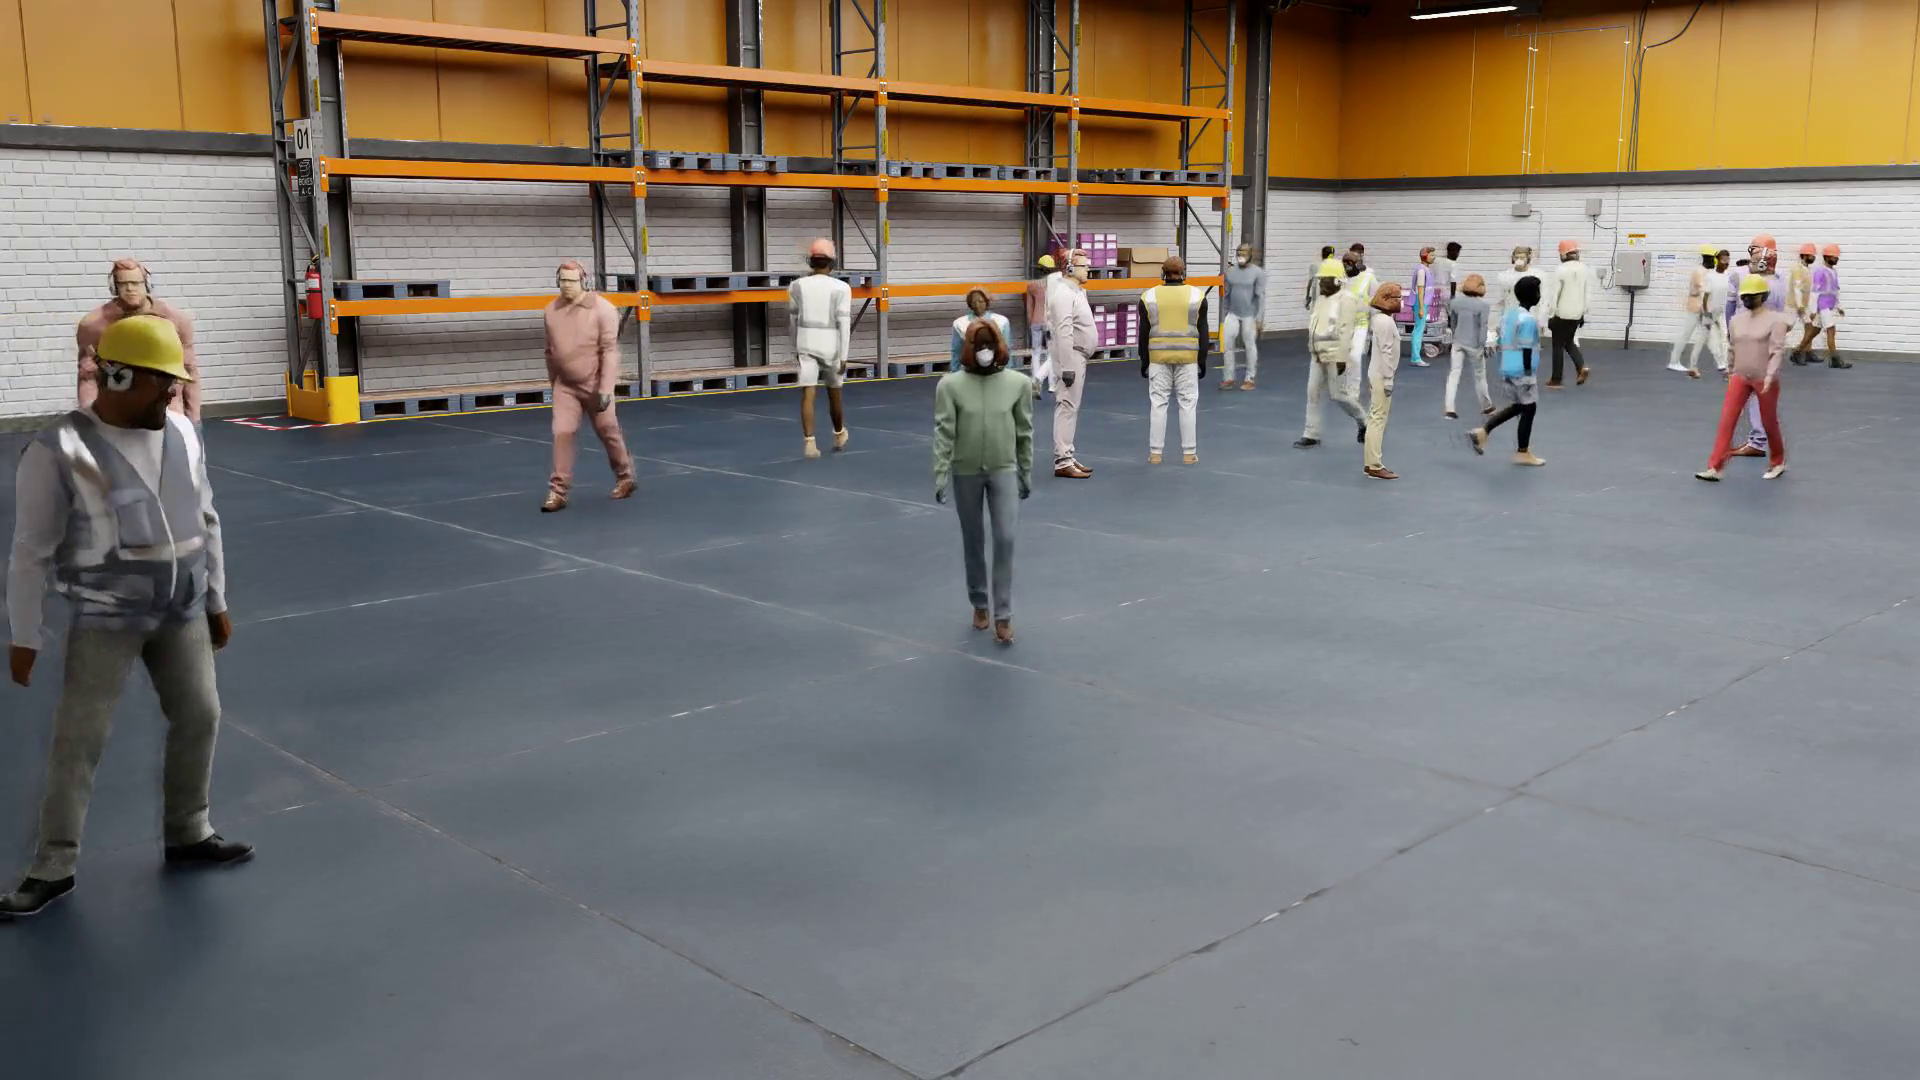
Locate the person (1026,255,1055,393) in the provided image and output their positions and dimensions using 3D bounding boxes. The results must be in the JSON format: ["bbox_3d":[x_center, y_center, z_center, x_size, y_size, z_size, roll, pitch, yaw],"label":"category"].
[{"bbox_3d":[1.103,-2.781,21.463,0.522,1.768,0.311,6,12,30],"label":"person"}]

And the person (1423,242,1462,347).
[{"bbox_3d":[8.605,-4.333,29.569,0.984,1.908,0.631,-6,12,-30],"label":"person"}]

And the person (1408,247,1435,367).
[{"bbox_3d":[7.123,-3.599,25.696,0.394,1.846,0.564,4,11,19],"label":"person"}]

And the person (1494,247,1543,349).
[{"bbox_3d":[9.887,-4.299,29.593,0.947,1.826,0.526,3,11,16],"label":"person"}]

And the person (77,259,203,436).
[{"bbox_3d":[-4.898,-0.728,9.970,0.671,1.872,0.875,-5,12,-26],"label":"person"}]

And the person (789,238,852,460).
[{"bbox_3d":[-1.261,-1.754,15.256,0.608,1.981,1.062,2,11,9],"label":"person"}]

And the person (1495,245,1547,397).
[{"bbox_3d":[7.103,-2.777,21.083,0.639,1.901,0.976,5,12,27],"label":"person"}]

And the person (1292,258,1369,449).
[{"bbox_3d":[3.570,-1.767,15.813,0.760,1.814,0.597,-5,11,-25],"label":"person"}]

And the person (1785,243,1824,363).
[{"bbox_3d":[13.375,-3.796,26.650,0.547,1.904,0.936,-8,13,-38],"label":"person"}]

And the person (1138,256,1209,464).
[{"bbox_3d":[1.890,-1.587,14.747,0.626,1.842,0.429,1,10,8],"label":"person"}]

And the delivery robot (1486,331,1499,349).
[{"bbox_3d":[8.615,-3.381,27.778,0.707,0.478,0.477,7,12,32],"label":"delivery robot"}]

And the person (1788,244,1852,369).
[{"bbox_3d":[13.266,-3.598,25.567,0.543,1.899,0.976,-10,14,-42],"label":"person"}]

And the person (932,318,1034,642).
[{"bbox_3d":[0.119,-0.297,8.333,0.517,1.599,0.739,0,10,-1],"label":"person"}]

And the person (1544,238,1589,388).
[{"bbox_3d":[8.008,-2.973,21.905,0.634,1.983,0.539,-4,11,-22],"label":"person"}]

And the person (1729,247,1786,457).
[{"bbox_3d":[7.318,-1.719,15.281,0.401,1.910,0.641,6,12,30],"label":"person"}]

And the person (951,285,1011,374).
[{"bbox_3d":[0.190,-1.377,14.213,0.520,1.611,0.702,1,10,5],"label":"person"}]

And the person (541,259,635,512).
[{"bbox_3d":[-2.811,-1.172,12.471,0.645,1.858,0.986,3,11,17],"label":"person"}]

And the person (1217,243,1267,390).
[{"bbox_3d":[3.634,-2.885,21.634,0.657,1.909,0.790,8,13,36],"label":"person"}]

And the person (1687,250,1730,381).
[{"bbox_3d":[10.574,-3.126,23.230,0.541,1.810,0.990,-3,11,-17],"label":"person"}]

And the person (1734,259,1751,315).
[{"bbox_3d":[11.890,-3.402,25.118,0.539,1.678,0.681,-7,13,-34],"label":"person"}]

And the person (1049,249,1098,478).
[{"bbox_3d":[0.954,-1.479,13.977,0.408,1.908,0.643,2,11,9],"label":"person"}]

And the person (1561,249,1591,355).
[{"bbox_3d":[10.399,-4.057,28.241,0.574,1.838,0.951,-2,11,-10],"label":"person"}]

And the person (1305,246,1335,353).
[{"bbox_3d":[6.261,-4.149,28.703,0.541,1.835,0.645,6,12,30],"label":"person"}]

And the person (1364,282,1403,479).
[{"bbox_3d":[3.550,-1.330,13.905,0.278,1.634,0.498,1,10,8],"label":"person"}]

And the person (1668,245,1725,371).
[{"bbox_3d":[11.046,-3.413,24.610,1.019,1.867,0.600,8,13,38],"label":"person"}]

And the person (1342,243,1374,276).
[{"bbox_3d":[5.654,-3.294,23.870,0.629,1.902,0.495,-2,11,-11],"label":"person"}]

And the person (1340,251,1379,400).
[{"bbox_3d":[4.740,-2.594,20.280,0.650,1.822,0.519,8,13,38],"label":"person"}]

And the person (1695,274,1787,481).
[{"bbox_3d":[6.539,-1.329,13.699,0.956,1.709,0.535,-7,13,-35],"label":"person"}]

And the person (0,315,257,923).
[{"bbox_3d":[-2.592,0.225,5.053,0.422,1.792,0.785,6,12,30],"label":"person"}]

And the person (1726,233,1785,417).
[{"bbox_3d":[8.768,-2.348,18.339,0.387,2.041,0.615,-9,13,-39],"label":"person"}]

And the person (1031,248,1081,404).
[{"bbox_3d":[1.154,-2.518,19.739,0.601,1.870,0.581,-8,13,-37],"label":"person"}]

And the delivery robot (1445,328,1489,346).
[{"bbox_3d":[8.621,-3.482,28.330,0.707,0.478,0.477,2,10,8],"label":"delivery robot"}]

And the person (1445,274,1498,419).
[{"bbox_3d":[5.671,-2.142,18.464,0.867,1.584,0.512,-10,14,-43],"label":"person"}]

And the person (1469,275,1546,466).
[{"bbox_3d":[4.860,-1.481,14.597,0.566,1.676,0.539,0,10,0],"label":"person"}]
